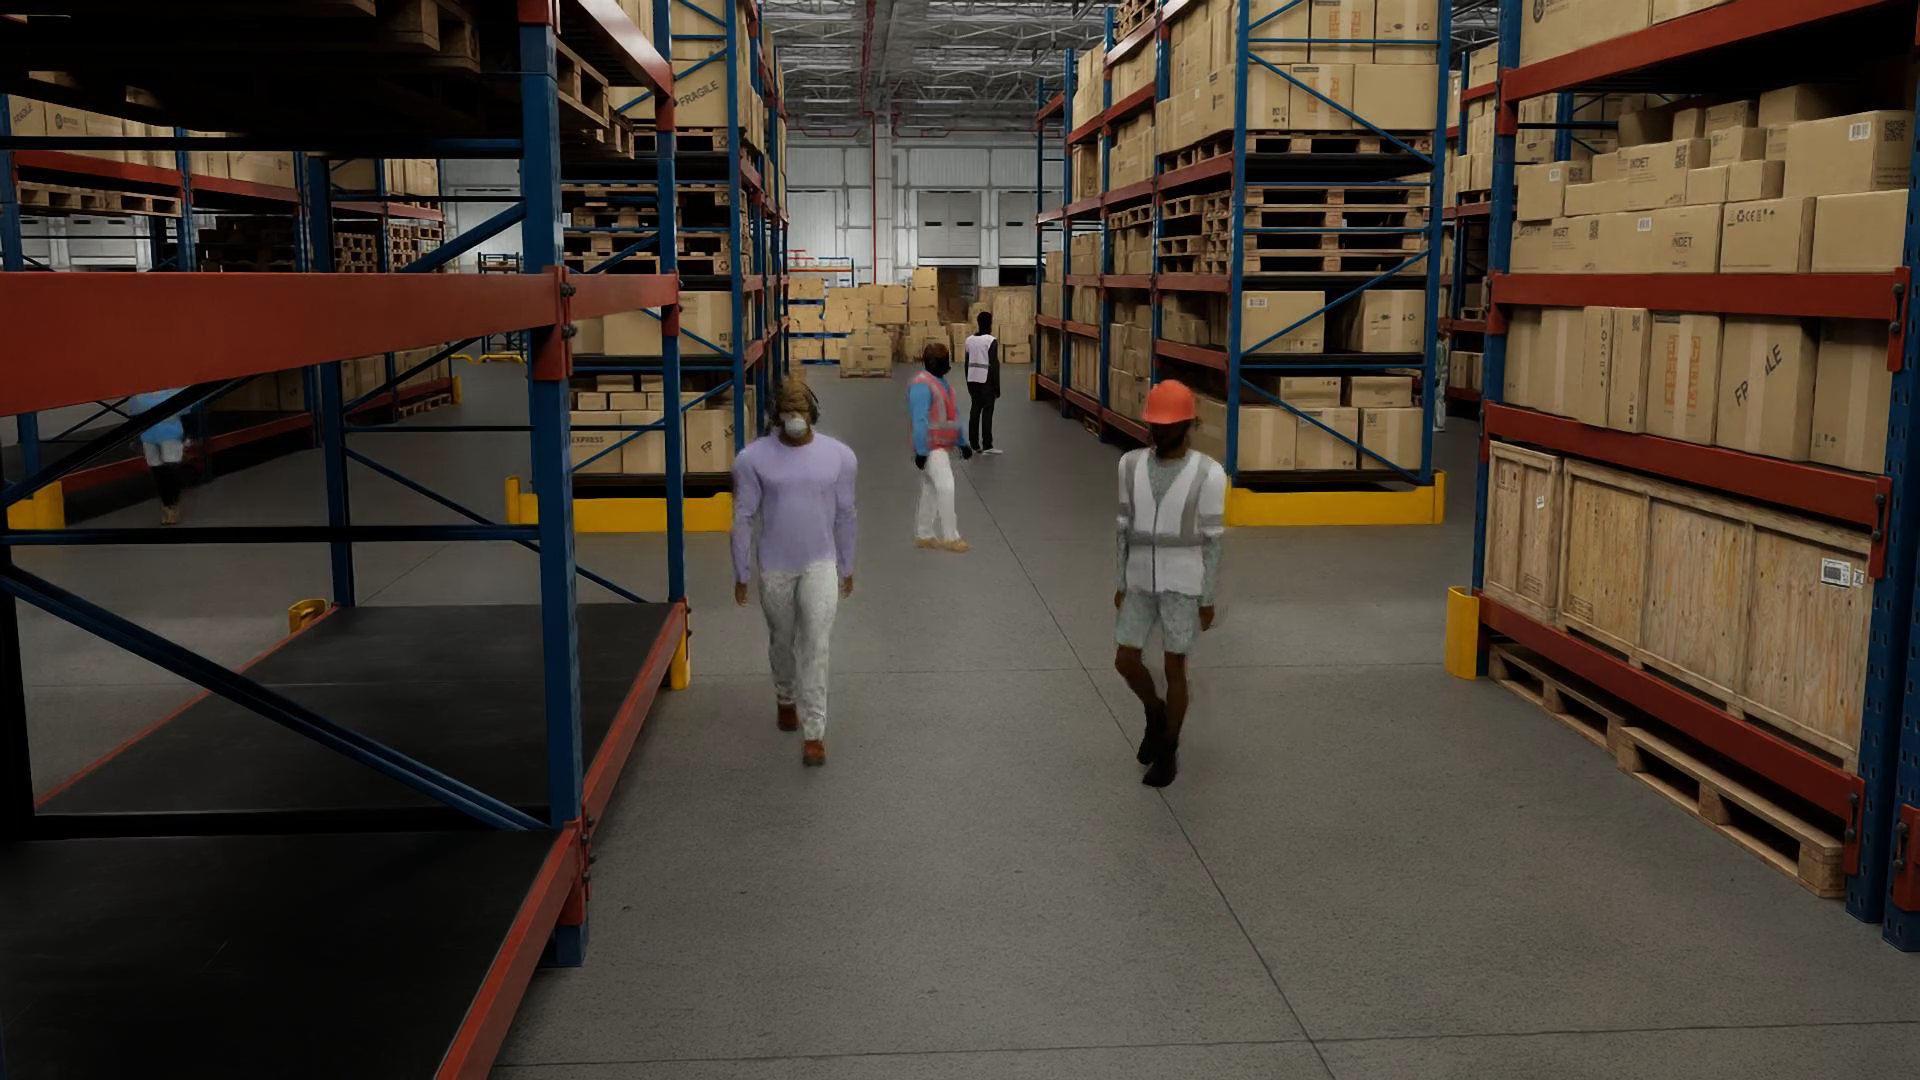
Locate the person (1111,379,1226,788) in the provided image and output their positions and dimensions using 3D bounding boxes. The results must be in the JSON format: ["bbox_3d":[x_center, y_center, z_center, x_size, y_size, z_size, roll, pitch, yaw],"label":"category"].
[{"bbox_3d":[0.964,0.204,7.809,0.553,1.925,0.416,5,10,29],"label":"person"}]

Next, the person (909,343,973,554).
[{"bbox_3d":[-0.138,-0.798,14.458,0.606,1.819,0.660,3,9,17],"label":"person"}]

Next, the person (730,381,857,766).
[{"bbox_3d":[-0.842,0.128,8.469,0.648,1.887,1.026,-1,9,-8],"label":"person"}]

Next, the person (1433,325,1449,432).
[{"bbox_3d":[7.330,-2.465,25.503,0.312,1.636,0.520,2,9,14],"label":"person"}]

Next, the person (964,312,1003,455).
[{"bbox_3d":[0.305,-2.100,22.332,0.376,1.915,0.600,-8,12,-42],"label":"person"}]

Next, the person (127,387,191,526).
[{"bbox_3d":[-7.667,-0.956,15.874,0.546,1.671,0.569,0,9,-2],"label":"person"}]
